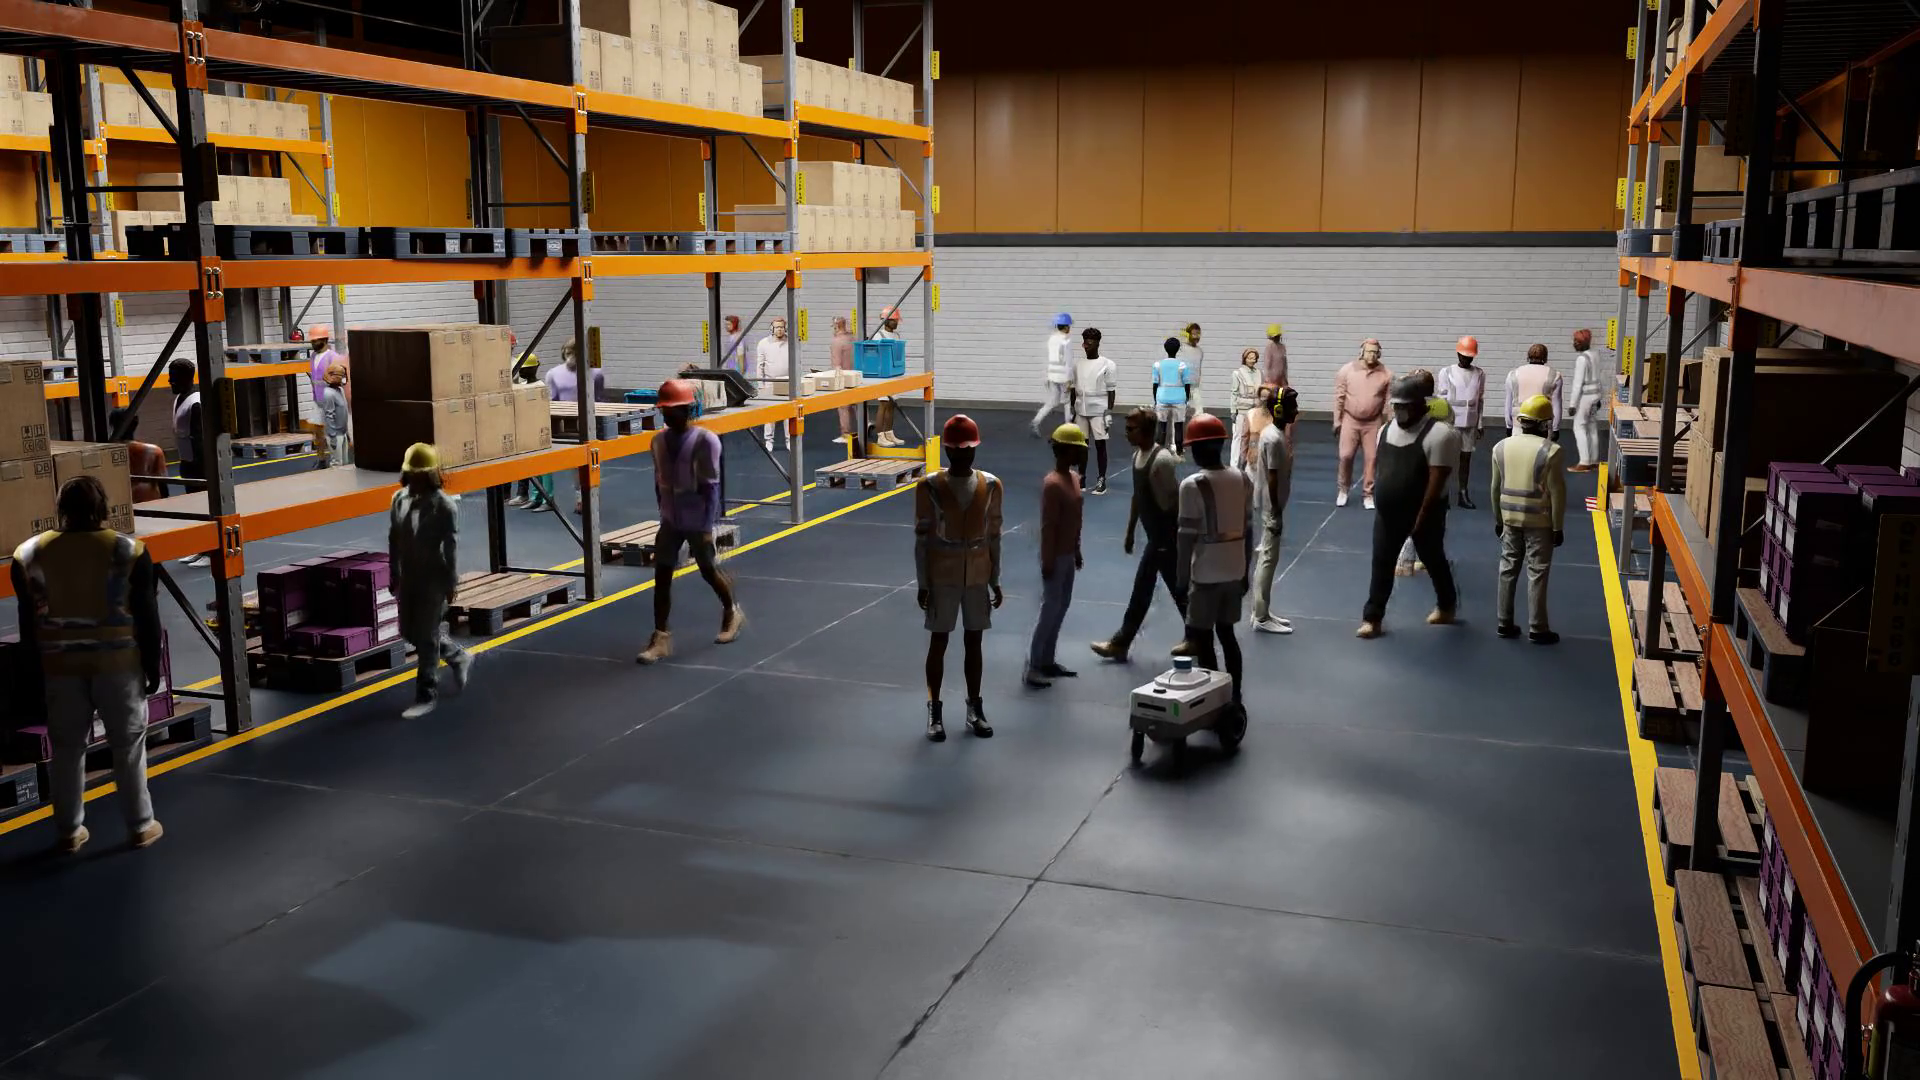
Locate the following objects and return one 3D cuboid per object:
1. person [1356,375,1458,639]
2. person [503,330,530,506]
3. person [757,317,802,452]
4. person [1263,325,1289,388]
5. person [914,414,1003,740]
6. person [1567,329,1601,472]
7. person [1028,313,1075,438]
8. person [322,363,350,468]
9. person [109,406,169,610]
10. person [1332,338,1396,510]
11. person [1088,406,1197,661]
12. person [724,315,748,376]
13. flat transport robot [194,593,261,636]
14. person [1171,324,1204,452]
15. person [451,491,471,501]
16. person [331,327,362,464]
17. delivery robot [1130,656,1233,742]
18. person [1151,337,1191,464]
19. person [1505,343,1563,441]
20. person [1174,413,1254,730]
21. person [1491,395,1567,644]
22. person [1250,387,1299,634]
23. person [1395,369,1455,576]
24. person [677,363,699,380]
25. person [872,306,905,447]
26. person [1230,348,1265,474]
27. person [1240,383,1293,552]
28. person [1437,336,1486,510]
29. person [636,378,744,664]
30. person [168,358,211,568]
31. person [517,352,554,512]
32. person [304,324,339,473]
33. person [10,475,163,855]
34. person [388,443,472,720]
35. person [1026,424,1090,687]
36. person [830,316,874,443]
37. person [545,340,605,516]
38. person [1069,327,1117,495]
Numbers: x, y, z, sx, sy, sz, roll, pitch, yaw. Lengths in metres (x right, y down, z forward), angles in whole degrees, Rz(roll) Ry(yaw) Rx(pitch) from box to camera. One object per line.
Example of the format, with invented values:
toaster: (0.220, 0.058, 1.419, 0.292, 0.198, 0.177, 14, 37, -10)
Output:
person: (3.444, -0.309, 12.559, 0.671, 2.000, 1.075, 9, 14, 42)
person: (-5.096, -1.385, 18.743, 0.609, 1.997, 0.374, 6, 12, 31)
person: (-2.551, -2.196, 23.566, 0.642, 1.909, 0.408, -3, 10, -14)
person: (4.800, -2.405, 25.325, 0.321, 1.742, 0.550, 8, 13, 38)
person: (0.001, 0.221, 9.867, 0.542, 1.938, 0.358, -3, 10, -15)
person: (8.120, -1.798, 21.514, 0.341, 1.856, 0.755, 9, 14, 42)
person: (1.445, -2.442, 24.936, 0.810, 1.925, 0.617, -7, 12, -35)
person: (-6.923, -1.159, 18.528, 0.294, 1.623, 0.507, -1, 10, -3)
person: (-6.491, -0.211, 13.061, 0.561, 1.664, 0.687, -5, 11, -27)
person: (4.500, -1.292, 18.495, 0.696, 1.897, 0.437, 2, 10, 9)
person: (1.344, -0.039, 11.717, 0.989, 1.789, 0.538, -2, 10, -11)
person: (-3.518, -2.672, 26.467, 0.790, 1.821, 0.575, -4, 11, -20)
flat transport robot: (-5.198, 0.498, 12.998, 0.652, 0.197, 1.431, 3, 11, 19)
person: (3.257, -2.103, 23.269, 0.505, 1.819, 0.972, -5, 11, -27)
person: (-5.775, -1.382, 19.225, 0.588, 1.824, 0.595, 1, 10, 7)
person: (-7.204, -1.575, 19.928, 0.628, 1.962, 0.567, -2, 10, -13)
delivery robot: (1.279, 0.915, 9.584, 0.477, 0.478, 0.707, 7, 13, 36)
person: (2.823, -1.854, 22.224, 0.546, 1.696, 0.317, 3, 11, 17)
person: (6.410, -1.277, 18.610, 0.628, 1.836, 0.429, 7, 12, 34)
person: (1.513, 0.188, 10.125, 0.556, 1.912, 0.444, -7, 12, -36)
person: (4.206, -0.154, 12.268, 0.403, 1.834, 0.588, -8, 13, -38)
person: (2.387, -0.231, 12.609, 0.309, 1.868, 0.534, 1, 10, 8)
person: (4.072, -0.593, 14.756, 0.624, 1.837, 0.429, -5, 11, -28)
person: (-2.996, -1.123, 18.296, 0.520, 1.634, 0.312, 8, 13, 37)
person: (-1.018, -2.380, 24.208, 0.369, 2.046, 0.606, 5, 11, 27)
person: (3.620, -1.595, 20.938, 0.523, 1.636, 0.309, -5, 11, -28)
person: (2.981, -0.716, 16.031, 0.520, 1.618, 0.595, 8, 13, 38)
person: (5.554, -1.292, 18.414, 0.543, 1.928, 0.373, -1, 10, -8)
person: (-1.929, -0.167, 11.904, 0.612, 2.001, 1.037, 5, 11, 24)
person: (-6.963, -0.704, 15.171, 0.391, 1.911, 0.582, -7, 12, -36)
person: (-4.694, -1.180, 18.267, 0.343, 1.759, 0.528, -9, 14, -42)
person: (-8.092, -1.776, 21.153, 0.553, 1.937, 0.411, 6, 12, 31)
person: (-4.178, 0.602, 8.029, 0.622, 1.835, 0.430, -2, 10, -13)
person: (-3.311, 0.226, 10.423, 0.506, 1.722, 0.589, 5, 11, 24)
person: (0.662, 0.100, 11.134, 0.327, 1.735, 0.643, 4, 11, 23)
person: (-1.643, -2.362, 24.589, 0.558, 1.883, 0.655, 5, 11, 25)
person: (-4.167, -1.190, 17.919, 0.629, 1.896, 0.959, 0, 10, 3)
person: (1.543, -1.516, 19.566, 0.603, 1.966, 0.368, 7, 12, 33)
